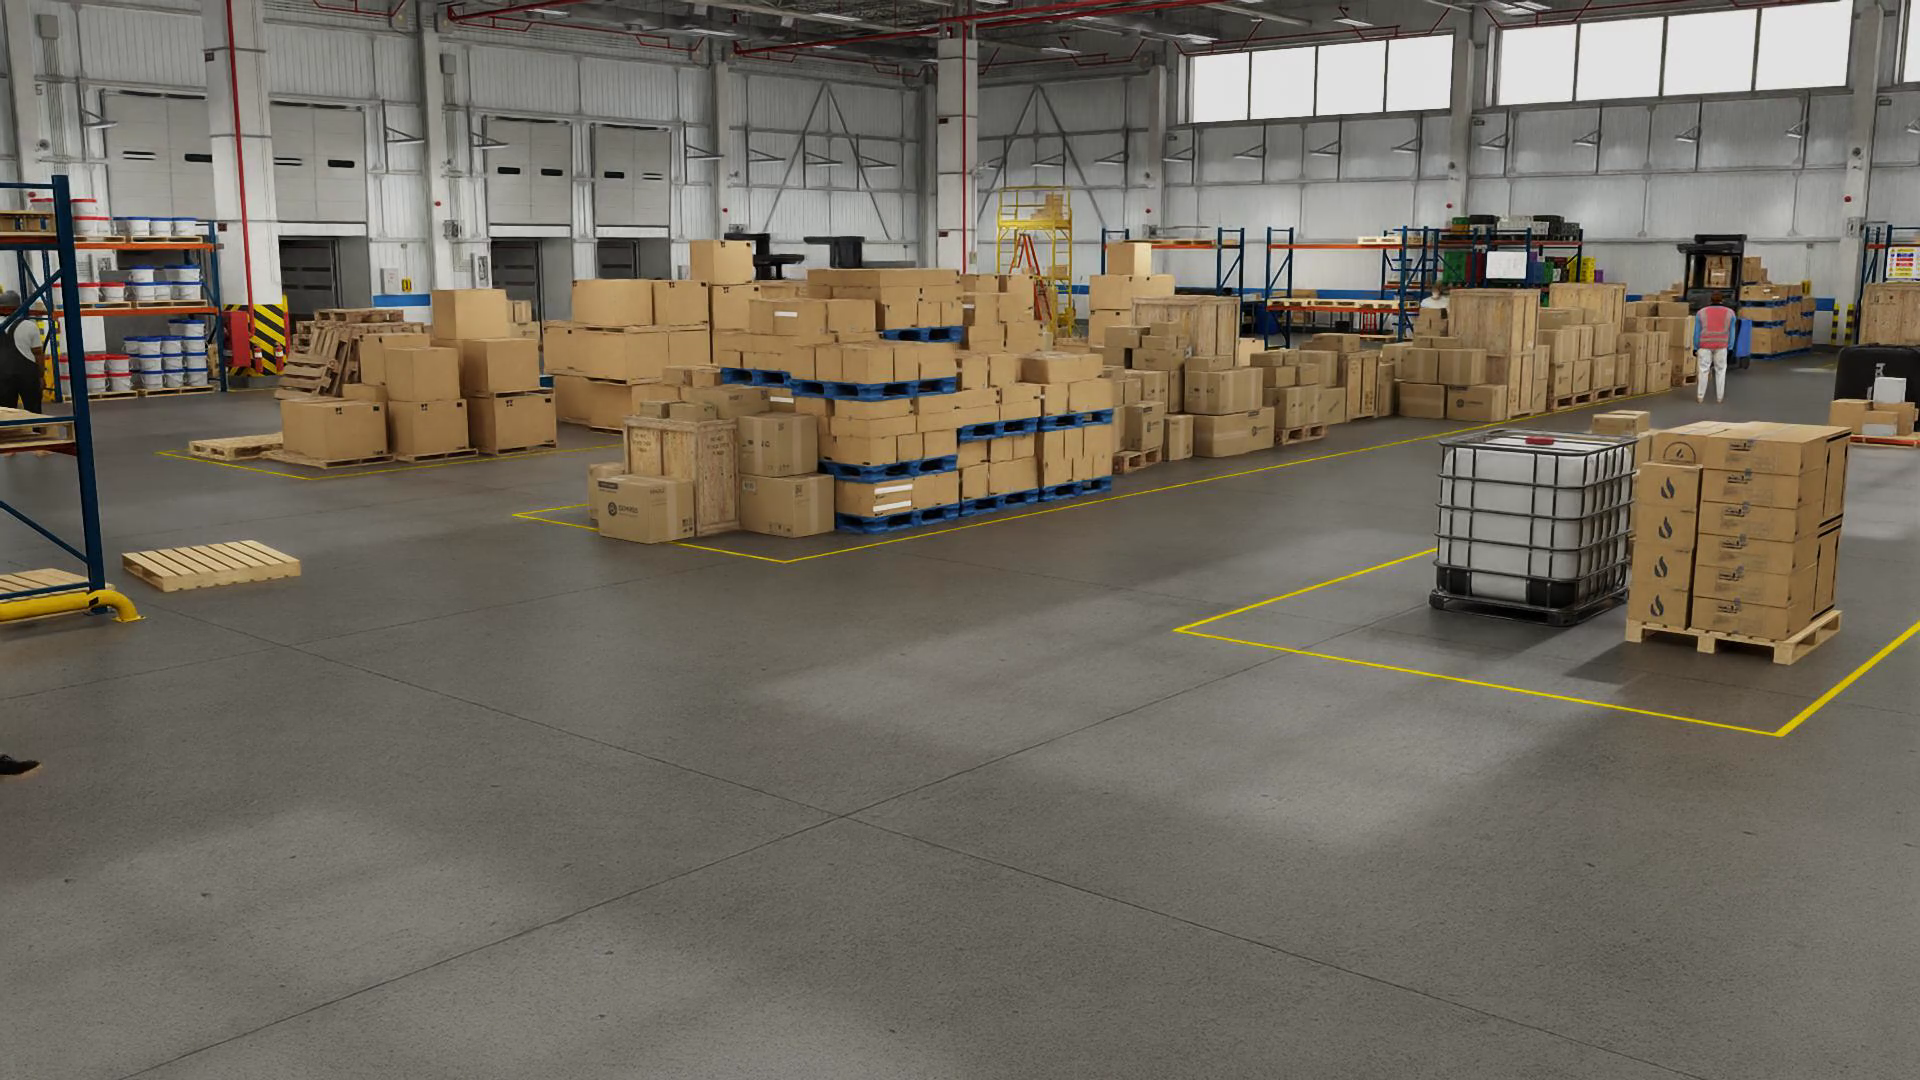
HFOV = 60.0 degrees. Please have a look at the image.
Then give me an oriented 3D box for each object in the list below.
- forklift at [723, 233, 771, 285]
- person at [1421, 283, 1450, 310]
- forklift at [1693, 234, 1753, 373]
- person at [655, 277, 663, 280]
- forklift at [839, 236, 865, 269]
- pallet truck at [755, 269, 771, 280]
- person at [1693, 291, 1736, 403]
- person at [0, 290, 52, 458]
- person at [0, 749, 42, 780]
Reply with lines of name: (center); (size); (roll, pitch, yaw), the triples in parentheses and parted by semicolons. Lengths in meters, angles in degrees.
forklift: (-4.058, -4.476, 31.878); (1.873, 2.768, 1.129); (8, 13, 40)
person: (9.342, -4.090, 32.532); (0.616, 1.892, 1.004); (7, 12, 35)
forklift: (15.618, -4.911, 34.354); (1.129, 2.768, 1.873); (8, 13, 40)
person: (-6.506, -4.724, 36.016); (0.635, 1.927, 0.372); (-4, 11, -22)
forklift: (-2.565, -5.836, 39.619); (1.873, 2.768, 1.129); (2, 10, 14)
pallet truck: (-4.996, -6.432, 45.525); (1.885, 1.965, 0.823); (-6, 12, -32)
person: (12.390, -3.163, 27.362); (0.633, 1.840, 0.429); (3, 10, 18)
person: (-11.501, -2.023, 20.299); (0.684, 2.000, 0.538); (-2, 10, -13)
person: (-4.796, 0.282, 7.535); (0.947, 1.919, 0.617); (-9, 13, -40)
